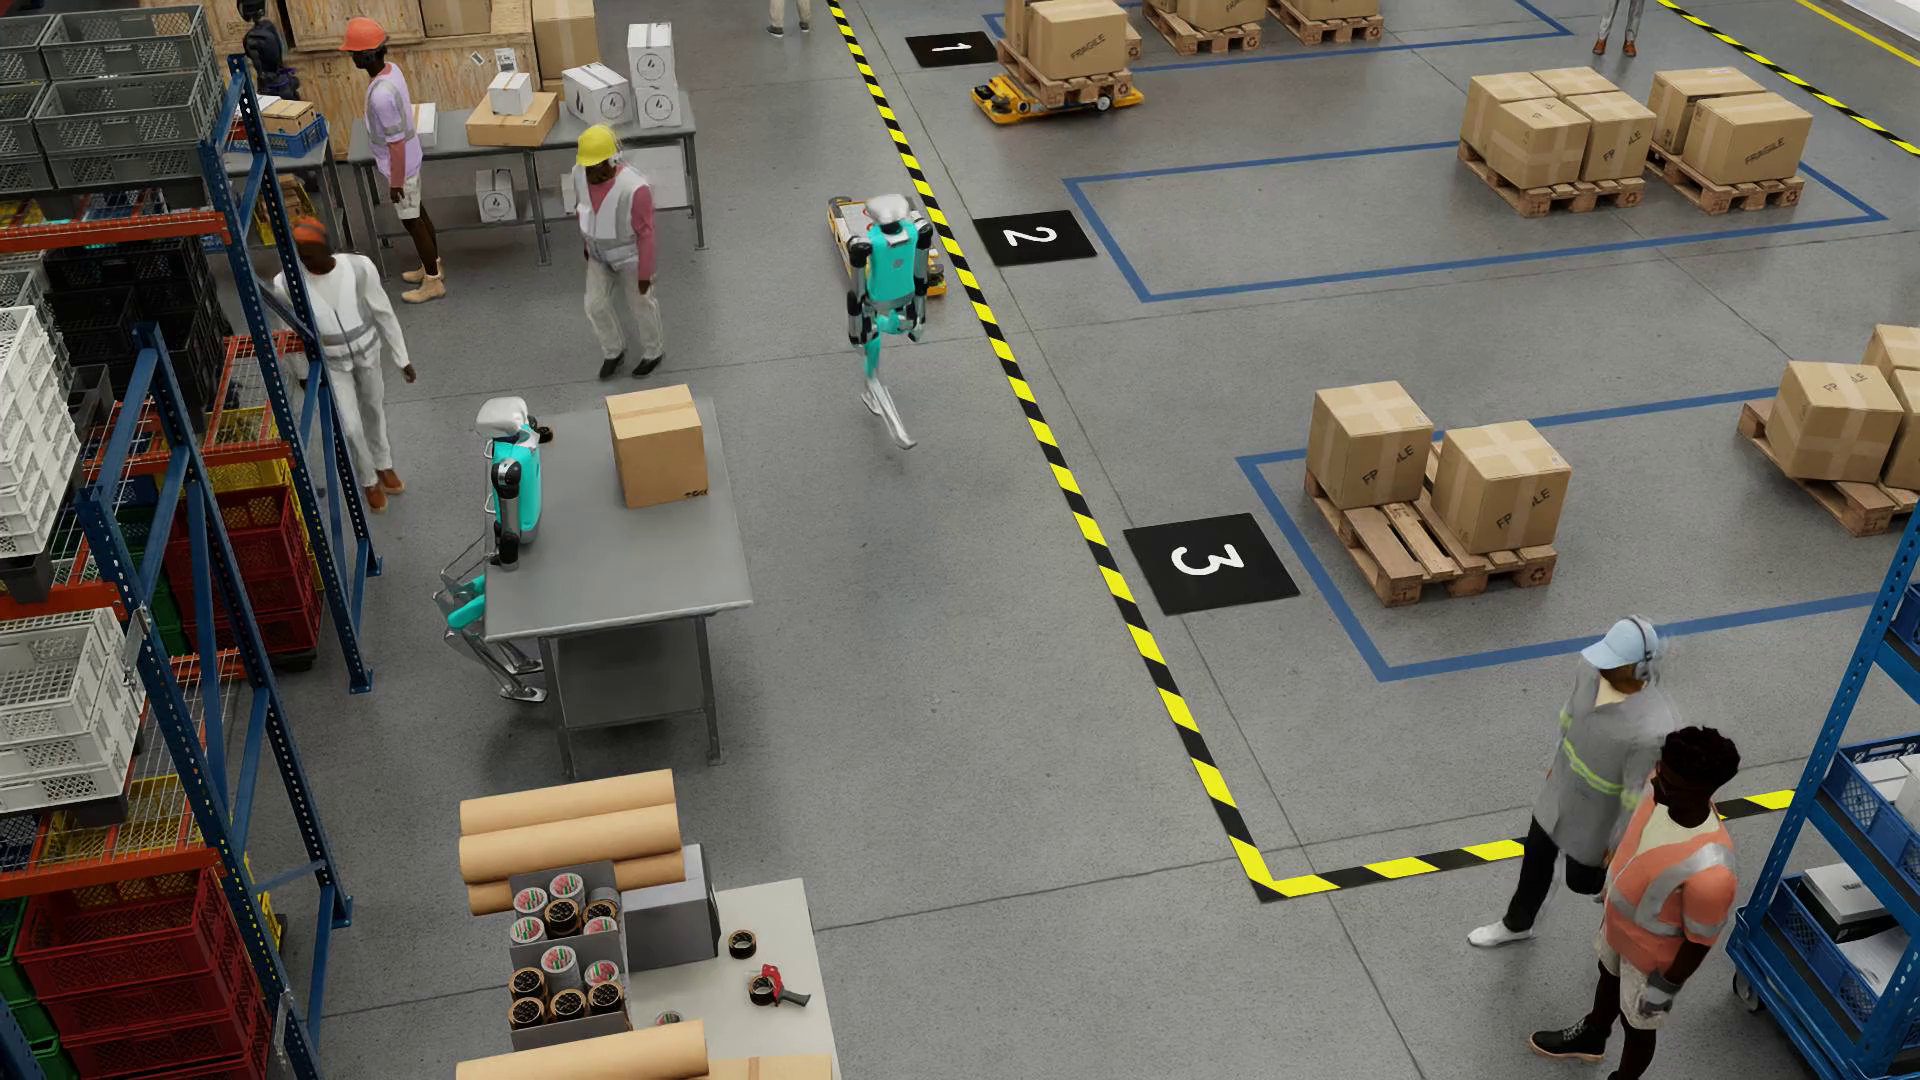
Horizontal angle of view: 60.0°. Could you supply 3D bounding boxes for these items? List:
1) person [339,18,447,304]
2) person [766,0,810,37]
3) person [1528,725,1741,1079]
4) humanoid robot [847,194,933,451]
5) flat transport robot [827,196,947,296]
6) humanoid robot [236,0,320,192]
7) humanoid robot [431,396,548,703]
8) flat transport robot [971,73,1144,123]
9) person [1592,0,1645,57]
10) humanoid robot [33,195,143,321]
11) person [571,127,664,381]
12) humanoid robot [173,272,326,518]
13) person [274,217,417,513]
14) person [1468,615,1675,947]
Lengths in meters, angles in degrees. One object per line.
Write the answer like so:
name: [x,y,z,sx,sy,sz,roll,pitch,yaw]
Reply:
person: [-3.948,-2.627,11.600,0.390,2.040,0.613,-7,37,-9]
person: [-1.713,-5.766,16.044,0.565,1.769,0.396,-15,39,-19]
person: [2.546,1.448,6.186,0.373,1.965,0.606,0,37,0]
humanoid robot: [-0.511,-1.380,10.173,0.549,1.723,1.025,-18,40,-23]
flat transport robot: [-0.570,-2.220,12.538,0.659,0.231,1.431,-8,37,-10]
humanoid robot: [-5.342,-3.474,13.037,0.358,1.641,0.591,-2,37,-2]
humanoid robot: [-2.332,0.064,8.125,0.735,1.677,0.533,-1,37,-1]
flat transport robot: [0.877,-4.054,14.979,1.431,0.197,0.652,-12,38,-15]
person: [6.360,-5.494,15.585,0.587,1.885,0.361,8,37,11]
humanoid robot: [-4.985,-1.382,10.215,0.816,1.801,0.539,-8,37,-10]
person: [-2.233,-1.823,10.716,0.659,1.803,0.585,17,40,22]
humanoid robot: [-4.216,-0.829,9.526,0.763,1.623,0.592,-20,41,-25]
person: [-3.490,-1.004,9.559,0.606,1.866,0.595,-22,42,-26]
person: [2.651,1.037,6.855,0.739,1.829,0.596,-8,37,-11]
